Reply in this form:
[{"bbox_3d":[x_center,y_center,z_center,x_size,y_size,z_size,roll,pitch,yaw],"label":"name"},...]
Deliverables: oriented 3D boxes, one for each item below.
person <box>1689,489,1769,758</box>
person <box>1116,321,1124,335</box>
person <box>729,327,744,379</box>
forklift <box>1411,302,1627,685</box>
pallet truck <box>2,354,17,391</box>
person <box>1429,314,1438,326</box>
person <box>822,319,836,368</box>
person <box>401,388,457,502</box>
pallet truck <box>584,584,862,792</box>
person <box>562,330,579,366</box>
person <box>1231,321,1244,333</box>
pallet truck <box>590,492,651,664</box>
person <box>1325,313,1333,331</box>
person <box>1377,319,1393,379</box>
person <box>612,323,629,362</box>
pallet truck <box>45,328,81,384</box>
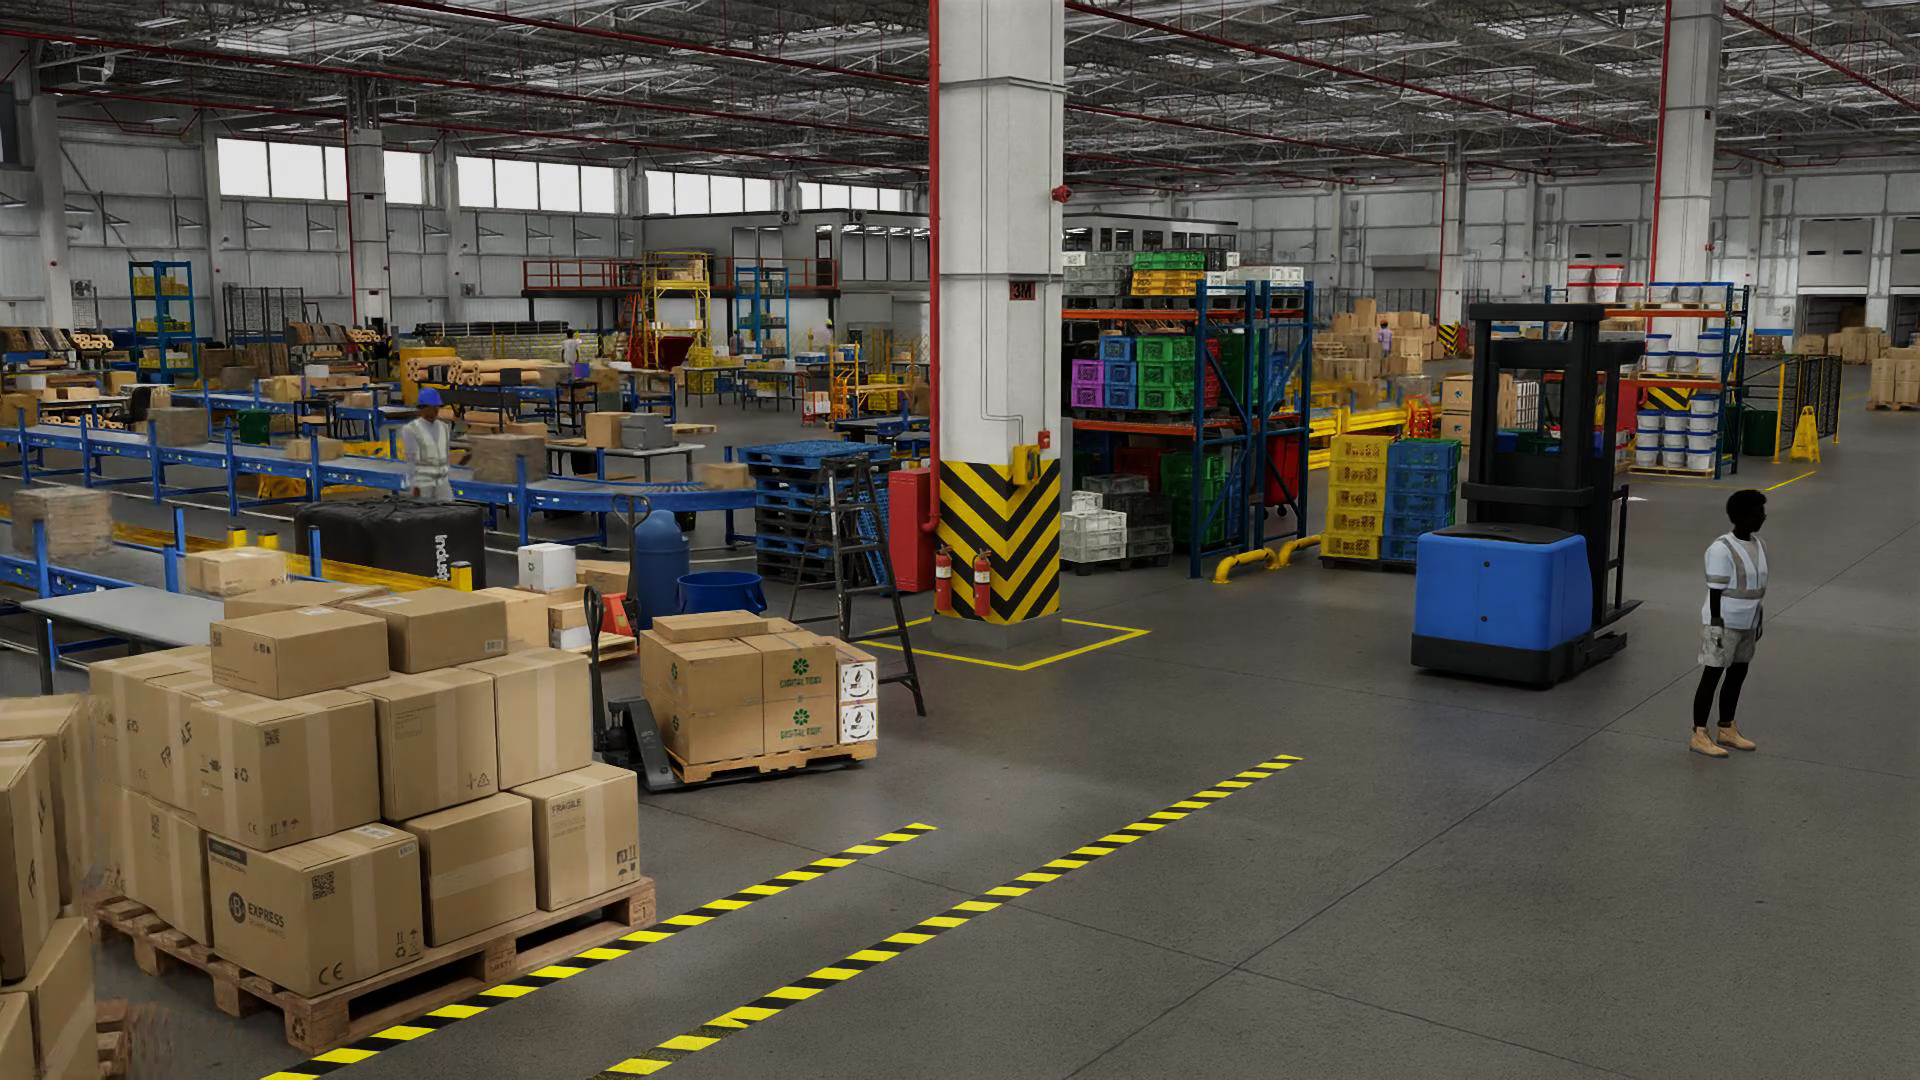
[{"bbox_3d":[4.848,0.517,10.420,0.535,1.694,0.321,-5,10,-31],"label":"person"},{"bbox_3d":[5.599,-6.742,58.494,0.351,1.942,0.545,5,10,31],"label":"person"},{"bbox_3d":[-7.514,-6.290,56.070,0.524,1.761,0.333,1,8,6],"label":"person"},{"bbox_3d":[4.379,-0.438,12.852,1.129,2.768,1.873,7,11,37],"label":"forklift"},{"bbox_3d":[-24.881,-4.417,42.634,1.885,1.965,0.823,8,11,41],"label":"pallet truck"},{"bbox_3d":[22.443,-9.742,78.766,0.585,1.929,0.370,-5,10,-30],"label":"person"},{"bbox_3d":[-5.149,-7.591,64.385,0.853,1.895,0.582,5,10,32],"label":"person"},{"bbox_3d":[-5.426,-0.591,17.038,0.493,1.932,0.603,6,10,34],"label":"person"},{"bbox_3d":[-1.426,0.805,10.019,1.601,1.201,0.680,-4,9,-26],"label":"pallet truck"},{"bbox_3d":[-11.453,-5.254,48.894,0.520,1.821,0.971,-2,9,-12],"label":"person"},{"bbox_3d":[10.129,-7.128,61.287,0.640,1.880,1.010,-6,10,-34],"label":"person"},{"bbox_3d":[-3.115,0.344,12.883,0.653,1.274,1.630,7,11,37],"label":"pallet truck"},{"bbox_3d":[18.362,-10.248,82.261,0.618,1.899,0.949,-5,10,-31],"label":"person"},{"bbox_3d":[14.366,-6.485,56.432,0.613,2.039,0.393,-5,10,-28],"label":"person"},{"bbox_3d":[-12.223,-6.860,59.646,0.575,1.850,0.930,-8,11,-42],"label":"person"},{"bbox_3d":[-23.775,-4.544,43.495,1.885,1.965,0.823,6,10,35],"label":"pallet truck"}]
